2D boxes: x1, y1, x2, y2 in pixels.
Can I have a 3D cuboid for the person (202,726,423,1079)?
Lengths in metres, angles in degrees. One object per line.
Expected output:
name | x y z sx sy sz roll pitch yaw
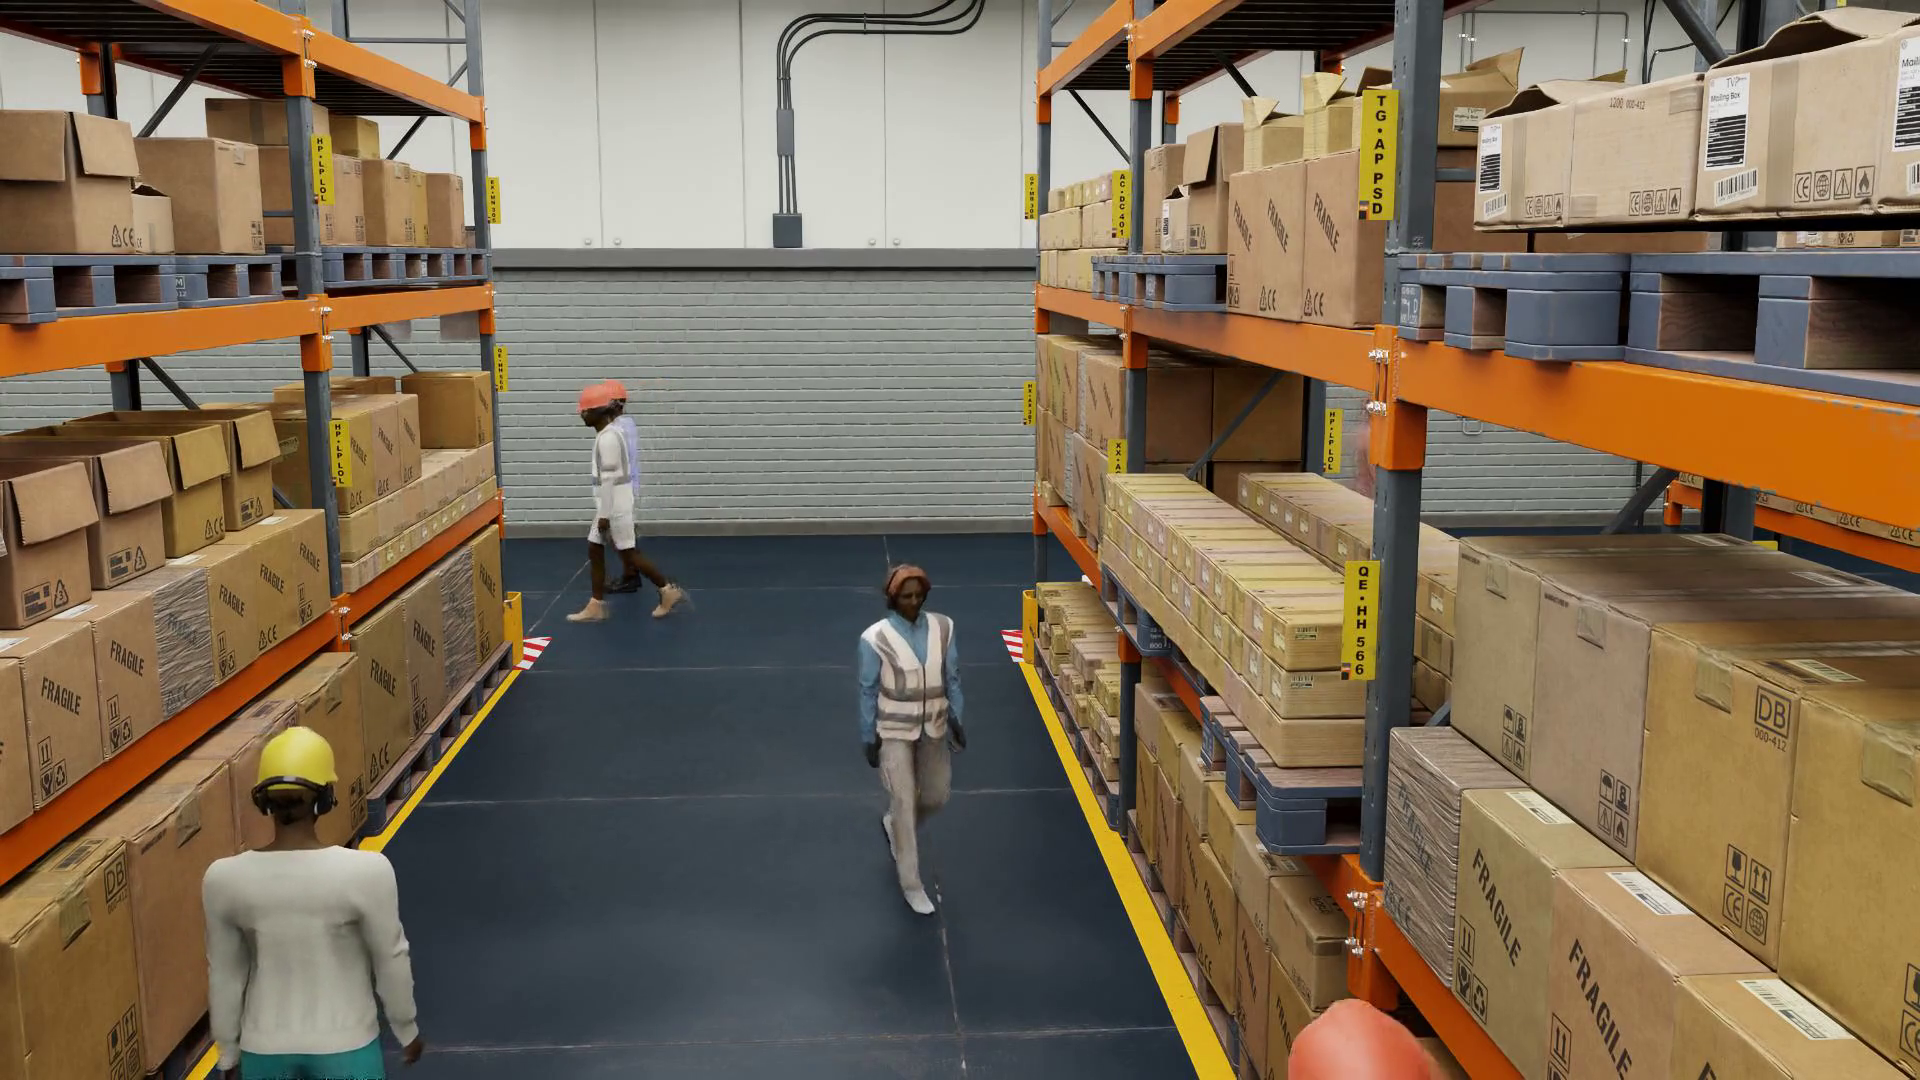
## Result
person | -1.795 1.384 4.627 0.535 1.762 0.328 0 10 -2

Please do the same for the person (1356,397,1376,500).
person | 3.598 -0.366 14.598 0.900 1.875 0.653 2 10 11

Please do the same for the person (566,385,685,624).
person | -2.790 -0.294 13.813 0.938 2.006 0.601 -3 10 -19

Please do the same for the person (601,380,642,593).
person | -3.109 -0.482 15.086 0.374 1.935 0.552 0 10 2

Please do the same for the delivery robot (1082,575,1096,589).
delivery robot | 1.344 0.414 13.600 0.707 0.478 0.477 9 13 41

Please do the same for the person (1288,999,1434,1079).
person | 0.644 1.668 2.537 0.545 1.911 0.845 -1 10 -4

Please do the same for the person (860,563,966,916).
person | -0.255 0.899 7.862 0.522 1.620 0.623 -6 11 -31
